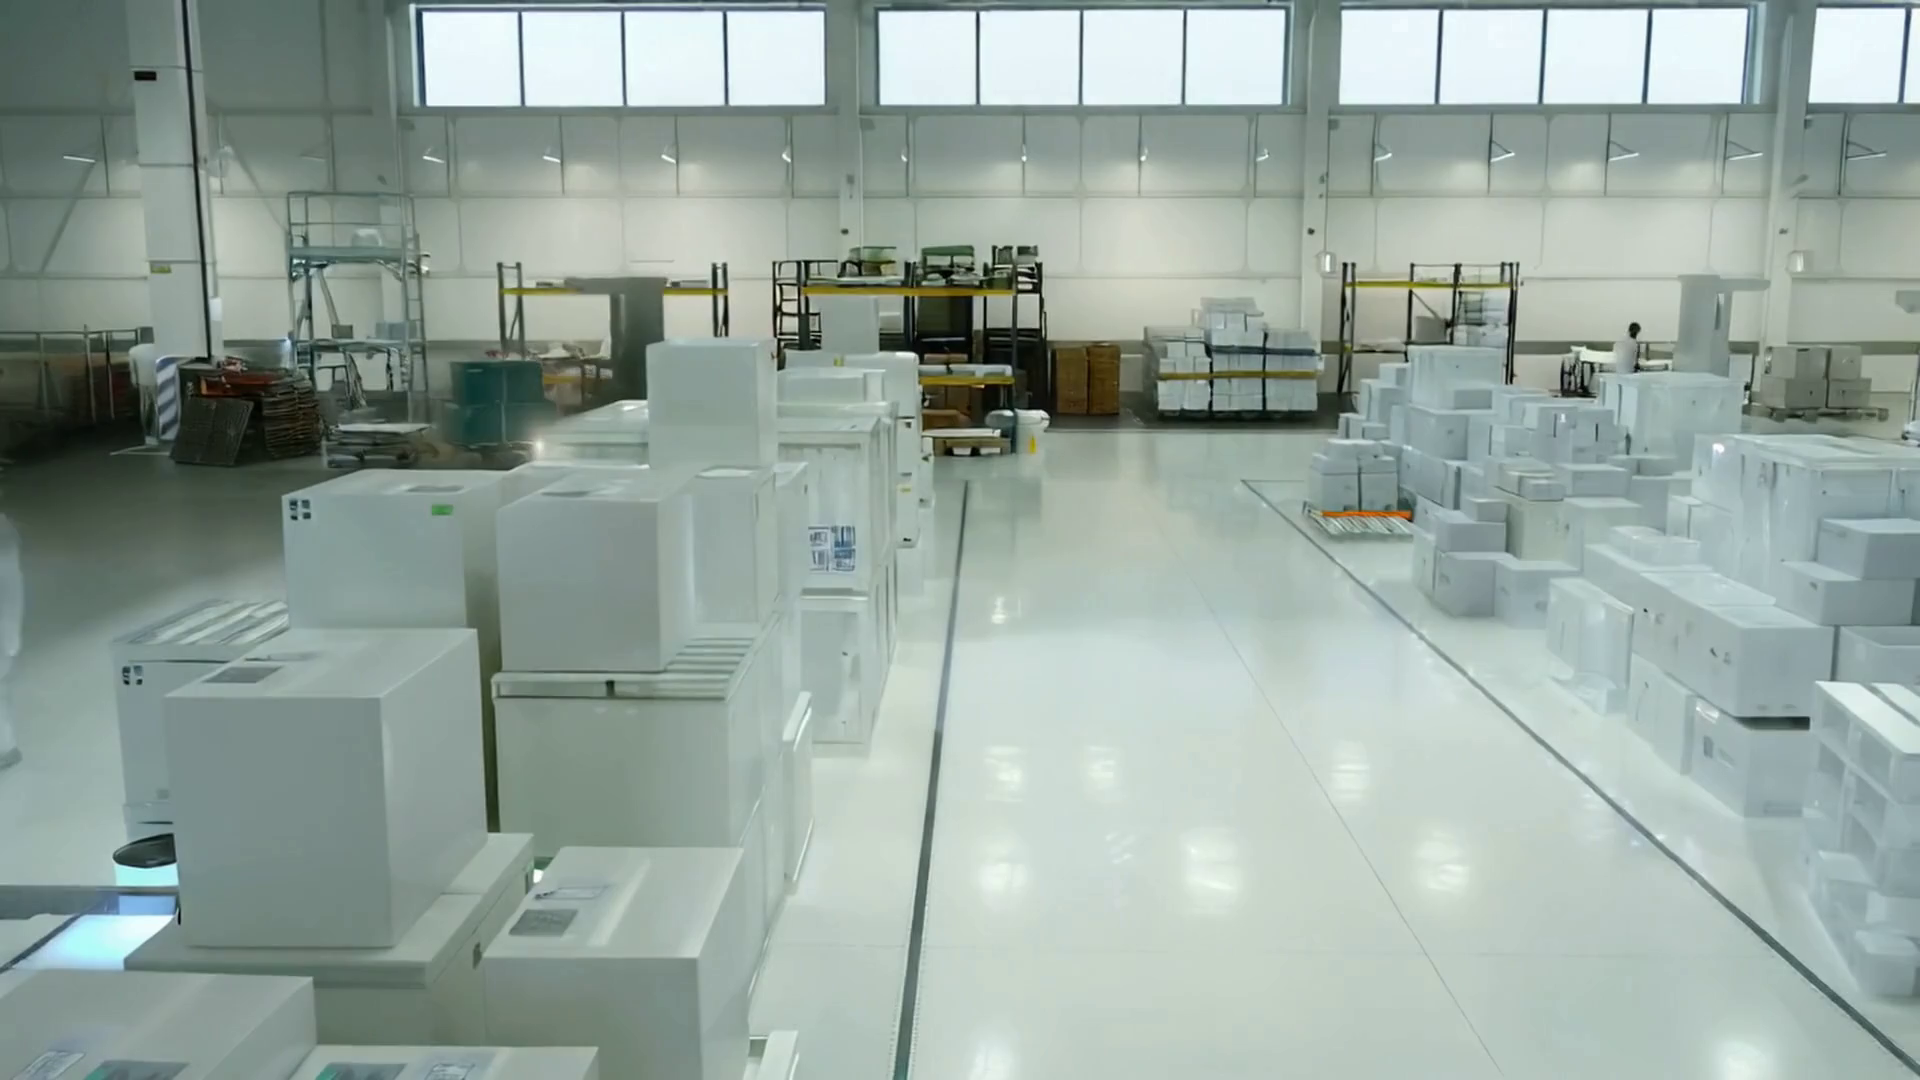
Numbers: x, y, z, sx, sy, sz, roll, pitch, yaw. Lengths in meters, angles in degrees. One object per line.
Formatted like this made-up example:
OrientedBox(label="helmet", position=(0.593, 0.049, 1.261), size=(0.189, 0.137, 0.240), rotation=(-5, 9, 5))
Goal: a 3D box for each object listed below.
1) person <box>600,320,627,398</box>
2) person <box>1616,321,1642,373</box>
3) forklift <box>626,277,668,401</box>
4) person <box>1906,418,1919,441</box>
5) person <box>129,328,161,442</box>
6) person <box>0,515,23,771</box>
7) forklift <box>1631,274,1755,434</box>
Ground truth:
OrientedBox(label="person", position=(-6.846, -3.435, 33.153), size=(0.598, 1.894, 0.726), rotation=(2, 10, 12))
OrientedBox(label="person", position=(12.734, -3.198, 31.658), size=(0.444, 1.920, 0.649), rotation=(2, 10, 10))
OrientedBox(label="forklift", position=(-4.448, -2.356, 23.747), size=(1.873, 2.768, 1.129), rotation=(-5, 11, -25))
OrientedBox(label="person", position=(8.885, -0.485, 15.187), size=(0.623, 1.993, 0.384), rotation=(0, 9, 1))
OrientedBox(label="person", position=(-13.635, -2.607, 28.068), size=(0.636, 1.937, 0.358), rotation=(0, 9, 1))
OrientedBox(label="person", position=(-5.757, 0.486, 9.623), size=(0.630, 1.914, 0.873), rotation=(-3, 10, -16))
OrientedBox(label="forklift", position=(12.895, -3.275, 29.251), size=(1.873, 2.768, 1.129), rotation=(0, 9, 1))
